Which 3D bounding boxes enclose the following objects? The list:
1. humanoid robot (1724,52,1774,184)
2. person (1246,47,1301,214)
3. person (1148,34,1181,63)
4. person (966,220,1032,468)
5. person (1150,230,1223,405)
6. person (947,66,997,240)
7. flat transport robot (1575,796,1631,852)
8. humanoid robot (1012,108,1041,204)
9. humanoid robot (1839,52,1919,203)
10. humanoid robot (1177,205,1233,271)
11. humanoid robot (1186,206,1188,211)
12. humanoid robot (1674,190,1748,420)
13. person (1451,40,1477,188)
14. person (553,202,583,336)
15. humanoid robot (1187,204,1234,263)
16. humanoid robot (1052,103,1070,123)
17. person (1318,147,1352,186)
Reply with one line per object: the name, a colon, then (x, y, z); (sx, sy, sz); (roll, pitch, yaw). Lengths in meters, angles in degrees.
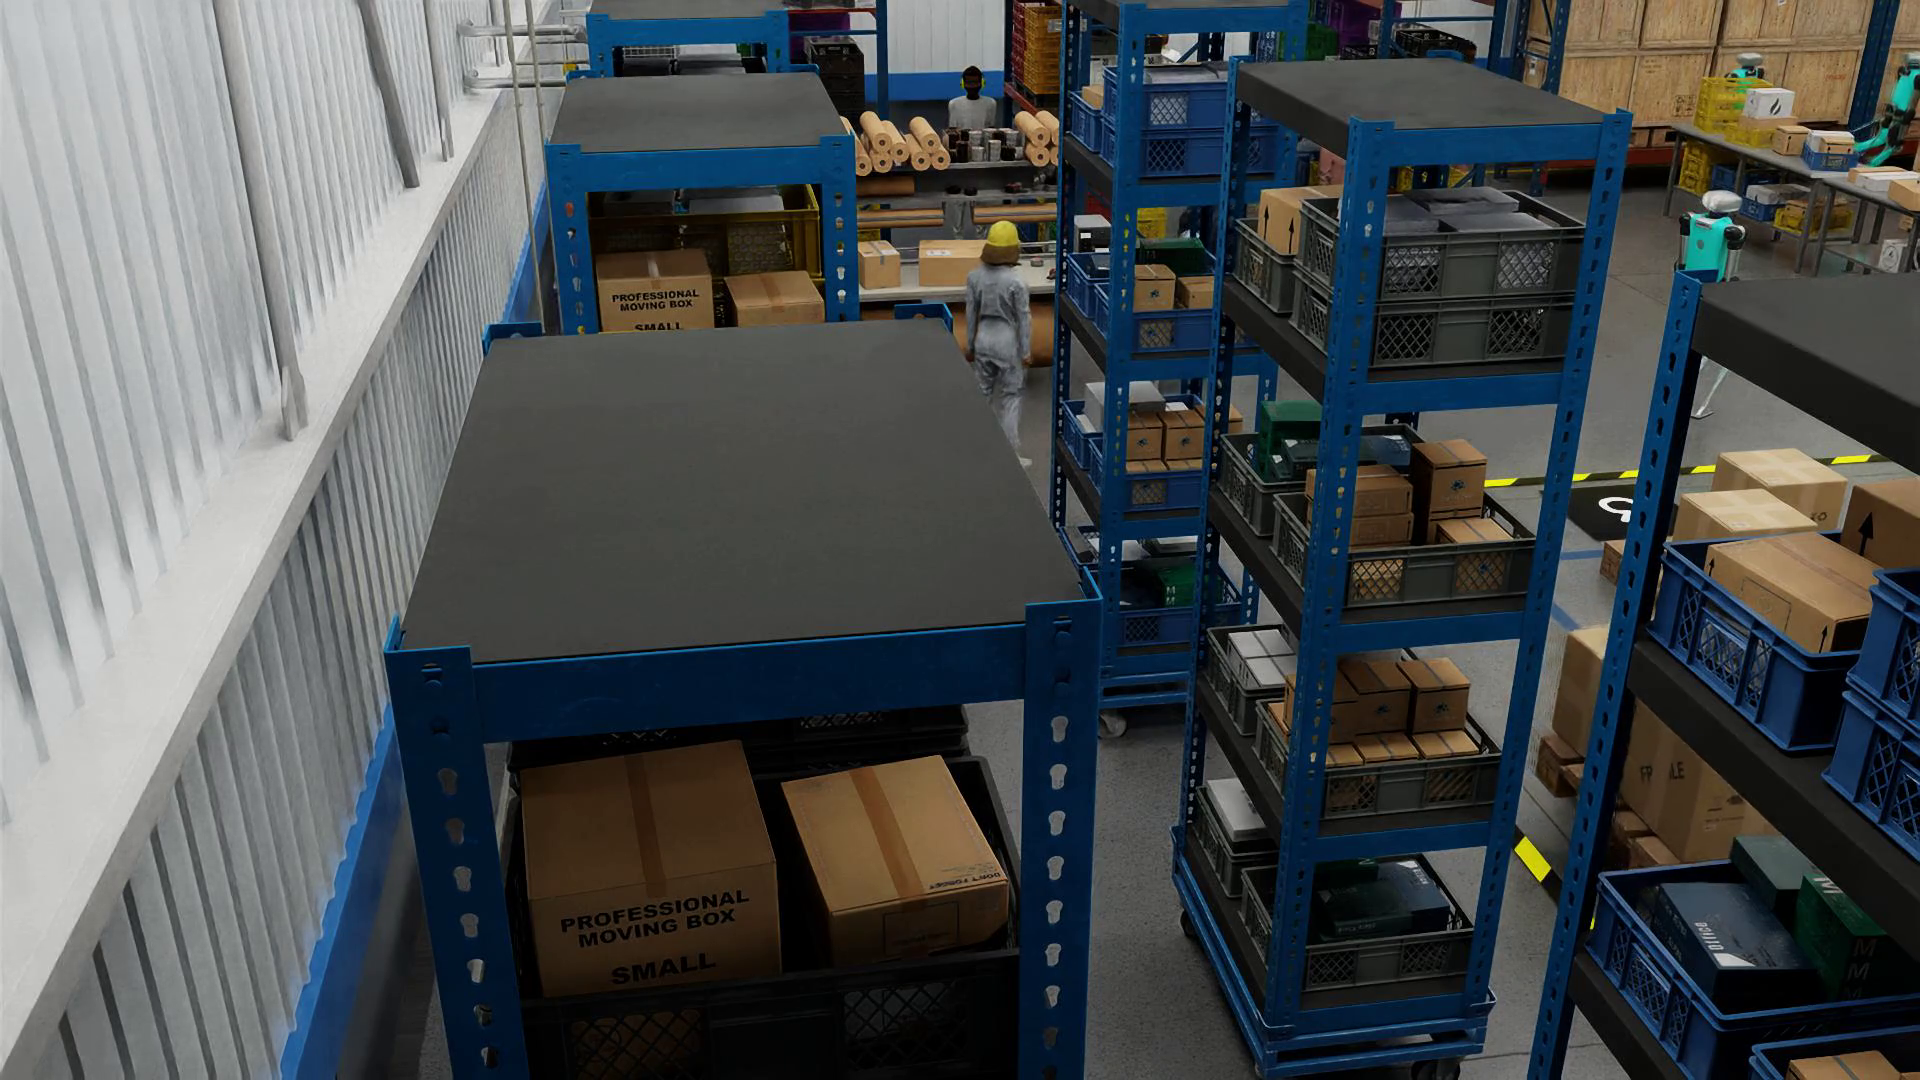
humanoid robot: (8.663, -4.335, 18.029); (0.564, 1.790, 0.921); (-14, 28, -28)
person: (3.513, -4.501, 18.262); (0.897, 1.801, 0.675); (-16, 29, -31)
person: (2.316, -5.034, 19.352); (0.564, 1.847, 0.388); (-17, 30, -33)
person: (0.279, -1.326, 11.415); (0.492, 1.740, 0.322); (15, 29, 29)
person: (1.471, -1.100, 10.799); (0.587, 1.850, 0.392); (-3, 25, -5)
person: (0.127, -3.780, 16.600); (0.530, 1.869, 0.313); (-4, 25, -8)
flat transport robot: (3.319, 1.335, 7.364); (0.652, 0.197, 1.431); (-4, 25, -8)
humanoid robot: (0.609, -4.541, 18.312); (0.694, 1.723, 0.542); (5, 25, 11)
humanoid robot: (10.058, -4.444, 18.230); (1.031, 1.742, 0.560); (2, 25, 4)
humanoid robot: (1.994, -2.057, 13.121); (0.608, 1.633, 0.706); (18, 30, 34)
humanoid robot: (2.572, -4.159, 17.658); (0.595, 1.651, 0.410); (4, 25, 8)
humanoid robot: (5.556, -1.727, 12.140); (0.735, 1.673, 0.533); (-12, 27, -24)
person: (5.289, -4.499, 18.156); (0.596, 1.886, 0.846); (-18, 30, -34)
person: (-2.466, -1.383, 11.197); (0.604, 2.034, 0.382); (10, 26, 20)
humanoid robot: (2.108, -2.483, 14.056); (0.744, 1.614, 0.609); (-14, 28, -28)
humanoid robot: (1.061, -4.220, 17.645); (0.542, 1.735, 0.719); (18, 30, 34)
person: (3.441, -3.101, 15.247); (0.308, 1.768, 0.521); (20, 31, 37)
